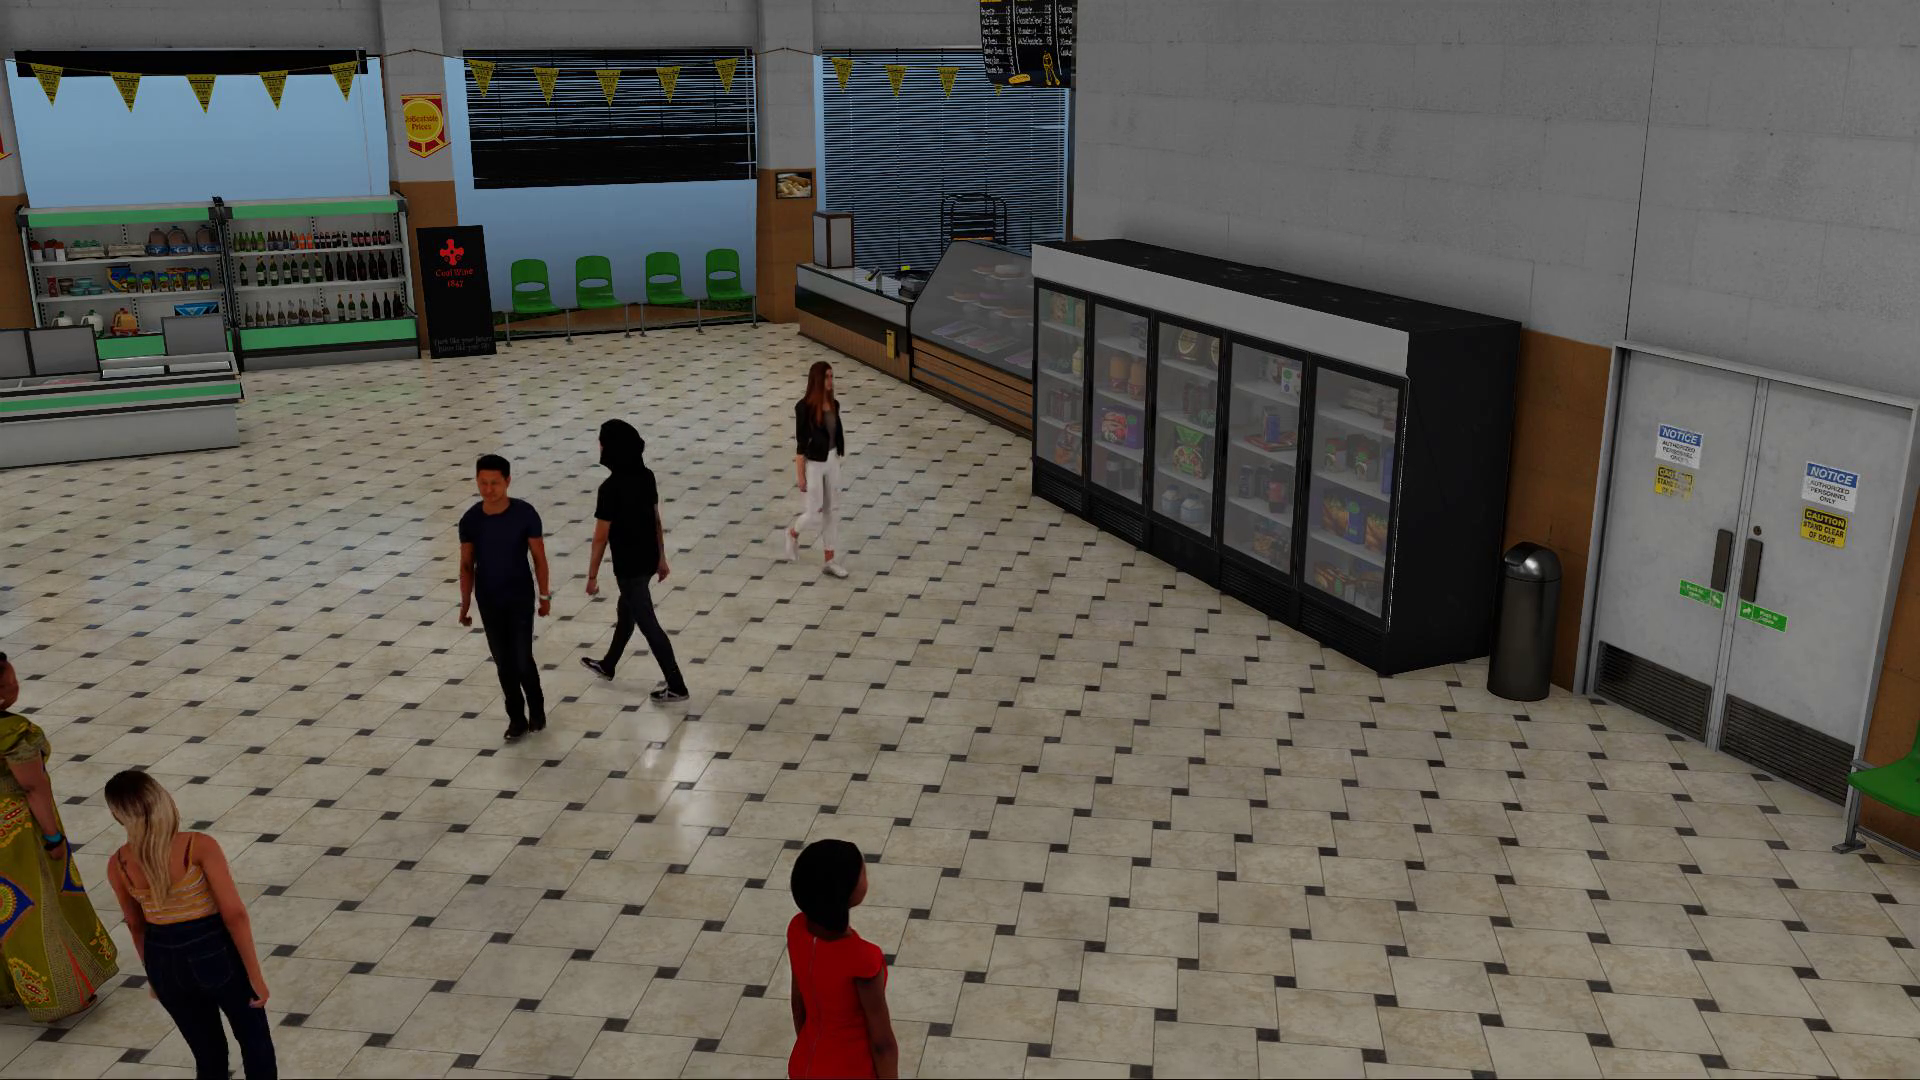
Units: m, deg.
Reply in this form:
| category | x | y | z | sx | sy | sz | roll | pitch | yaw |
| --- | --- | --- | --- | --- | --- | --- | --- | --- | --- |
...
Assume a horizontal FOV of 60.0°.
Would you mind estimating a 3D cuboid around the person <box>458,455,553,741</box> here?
| category | x | y | z | sx | sy | sz | roll | pitch | yaw |
| --- | --- | --- | --- | --- | --- | --- | --- | --- | --- |
| person | -2.668 | 0.322 | 9.899 | 0.721 | 1.777 | 0.834 | 1 | 17 | 4 |

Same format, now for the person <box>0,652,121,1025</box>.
| category | x | y | z | sx | sy | sz | roll | pitch | yaw |
| --- | --- | --- | --- | --- | --- | --- | --- | --- | --- |
| person | -4.018 | 1.251 | 7.052 | 0.993 | 1.654 | 1.041 | 7 | 18 | 22 |

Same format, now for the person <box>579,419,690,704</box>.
| category | x | y | z | sx | sy | sz | roll | pitch | yaw |
| --- | --- | --- | --- | --- | --- | --- | --- | --- | --- |
| person | -1.963 | 0.168 | 10.383 | 1.161 | 1.790 | 1.150 | 8 | 19 | 24 |

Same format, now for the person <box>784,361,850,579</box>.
| category | x | y | z | sx | sy | sz | roll | pitch | yaw |
| --- | --- | --- | --- | --- | --- | --- | --- | --- | --- |
| person | -1.141 | -0.552 | 12.927 | 0.875 | 1.690 | 0.829 | -16 | 23 | -43 |

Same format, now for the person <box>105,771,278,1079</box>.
| category | x | y | z | sx | sy | sz | roll | pitch | yaw |
| --- | --- | --- | --- | --- | --- | --- | --- | --- | --- |
| person | -2.751 | 1.601 | 6.023 | 0.600 | 1.582 | 0.786 | 2 | 17 | 6 |

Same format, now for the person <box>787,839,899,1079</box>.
| category | x | y | z | sx | sy | sz | roll | pitch | yaw |
| --- | --- | --- | --- | --- | --- | --- | --- | --- | --- |
| person | -0.387 | 1.745 | 5.270 | 0.631 | 1.744 | 0.619 | 15 | 22 | 40 |
